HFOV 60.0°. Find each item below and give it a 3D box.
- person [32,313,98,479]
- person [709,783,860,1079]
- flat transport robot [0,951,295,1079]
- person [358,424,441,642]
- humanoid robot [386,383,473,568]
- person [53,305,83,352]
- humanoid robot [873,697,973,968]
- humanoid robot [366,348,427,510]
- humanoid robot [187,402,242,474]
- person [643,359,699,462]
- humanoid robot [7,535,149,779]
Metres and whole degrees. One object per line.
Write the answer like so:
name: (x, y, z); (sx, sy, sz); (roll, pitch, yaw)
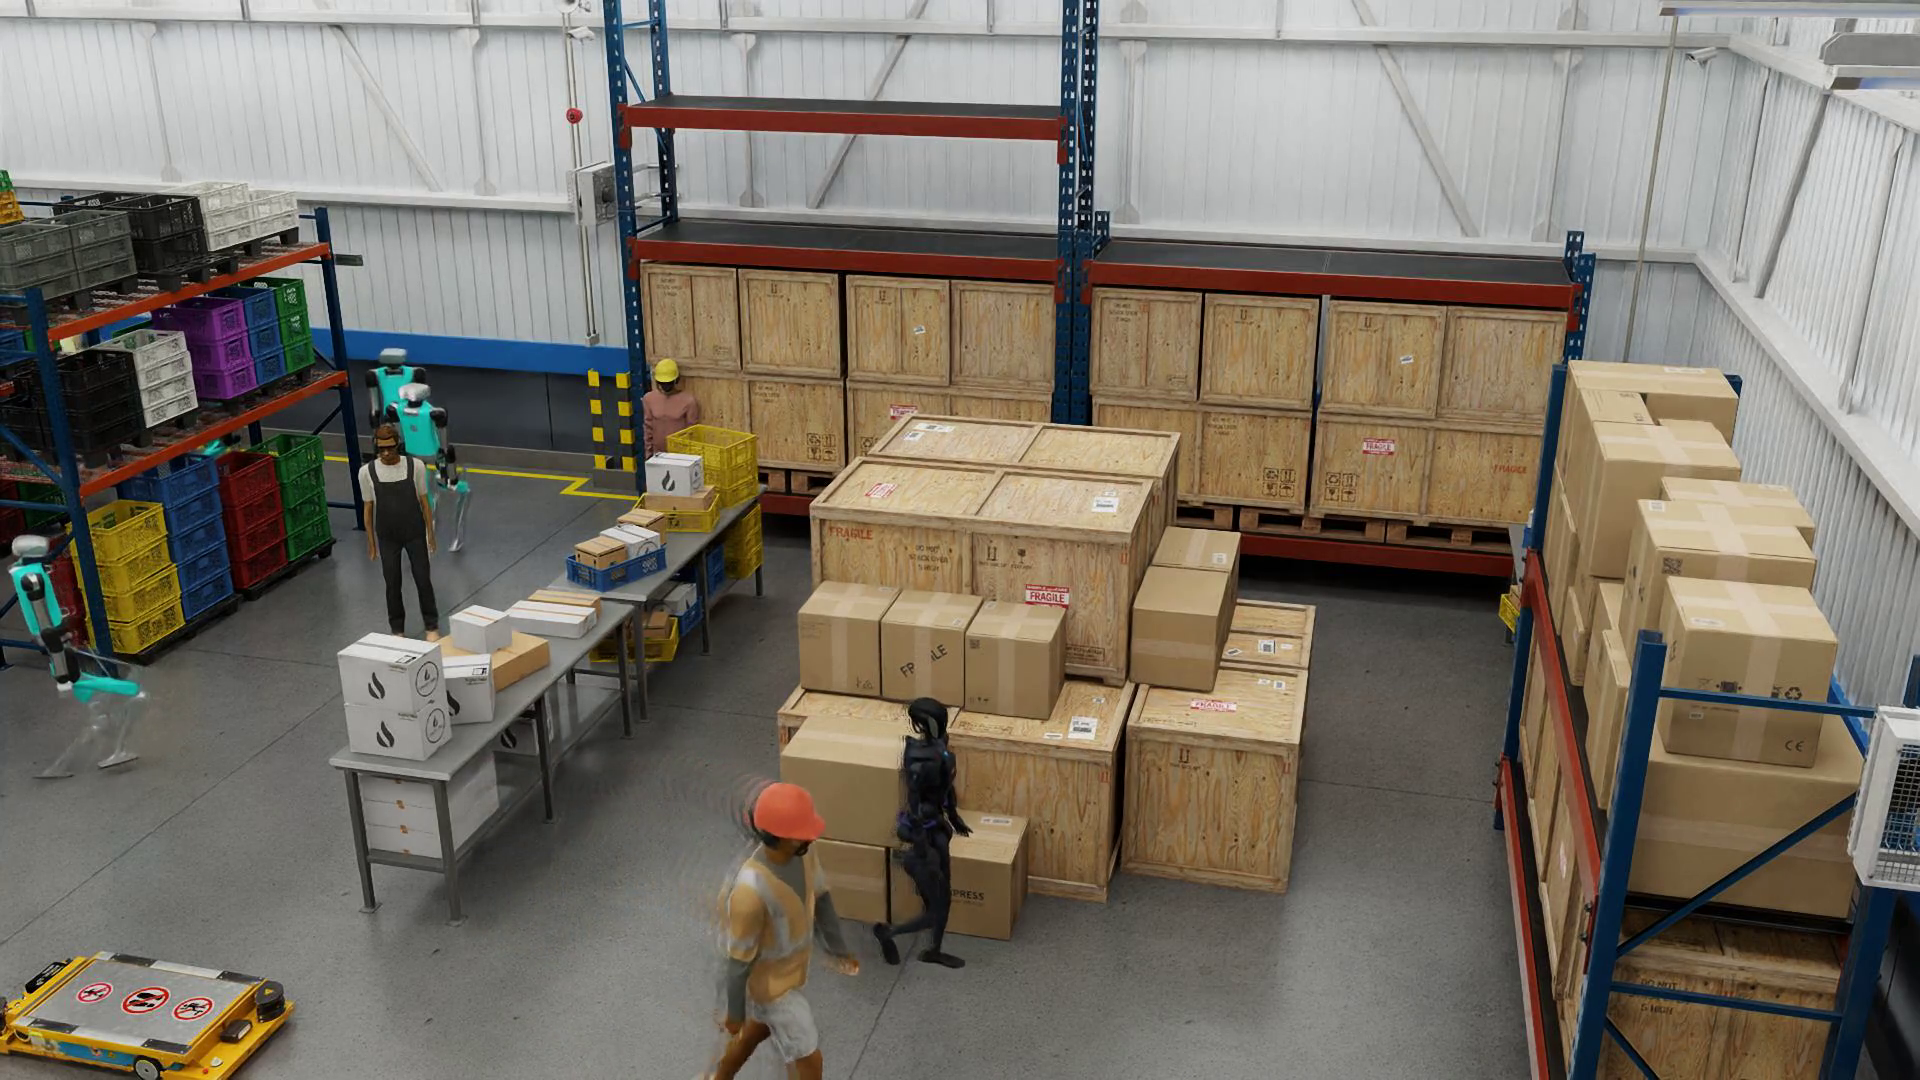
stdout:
person: (-8.896, -1.378, 16.481); (0.472, 1.819, 0.645); (-1, 21, -2)
person: (-0.823, 1.954, 7.544); (1.042, 1.991, 0.615); (6, 22, 15)
flat transport robot: (-4.270, 2.464, 8.601); (1.431, 0.231, 0.659); (5, 22, 13)
person: (-4.347, -0.026, 12.928); (0.506, 1.837, 0.333); (-7, 22, -18)
humanoid robot: (-4.572, -0.607, 14.605); (0.552, 1.730, 0.977); (3, 21, 9)
person: (-9.177, -1.683, 17.113); (0.356, 1.937, 0.546); (-1, 21, -2)
humanoid robot: (-0.204, 1.573, 8.962); (0.464, 1.649, 0.597); (6, 22, 16)
humanoid robot: (-5.102, -0.853, 15.224); (0.555, 1.729, 1.035); (-6, 22, -14)
humanoid robot: (-7.092, -0.933, 15.493); (0.531, 1.768, 0.966); (11, 23, 26)
person: (-2.597, -0.785, 15.016); (0.523, 1.761, 0.336); (4, 21, 9)
humanoid robot: (-5.763, 0.785, 10.950); (0.875, 1.791, 0.540); (-13, 24, -31)
